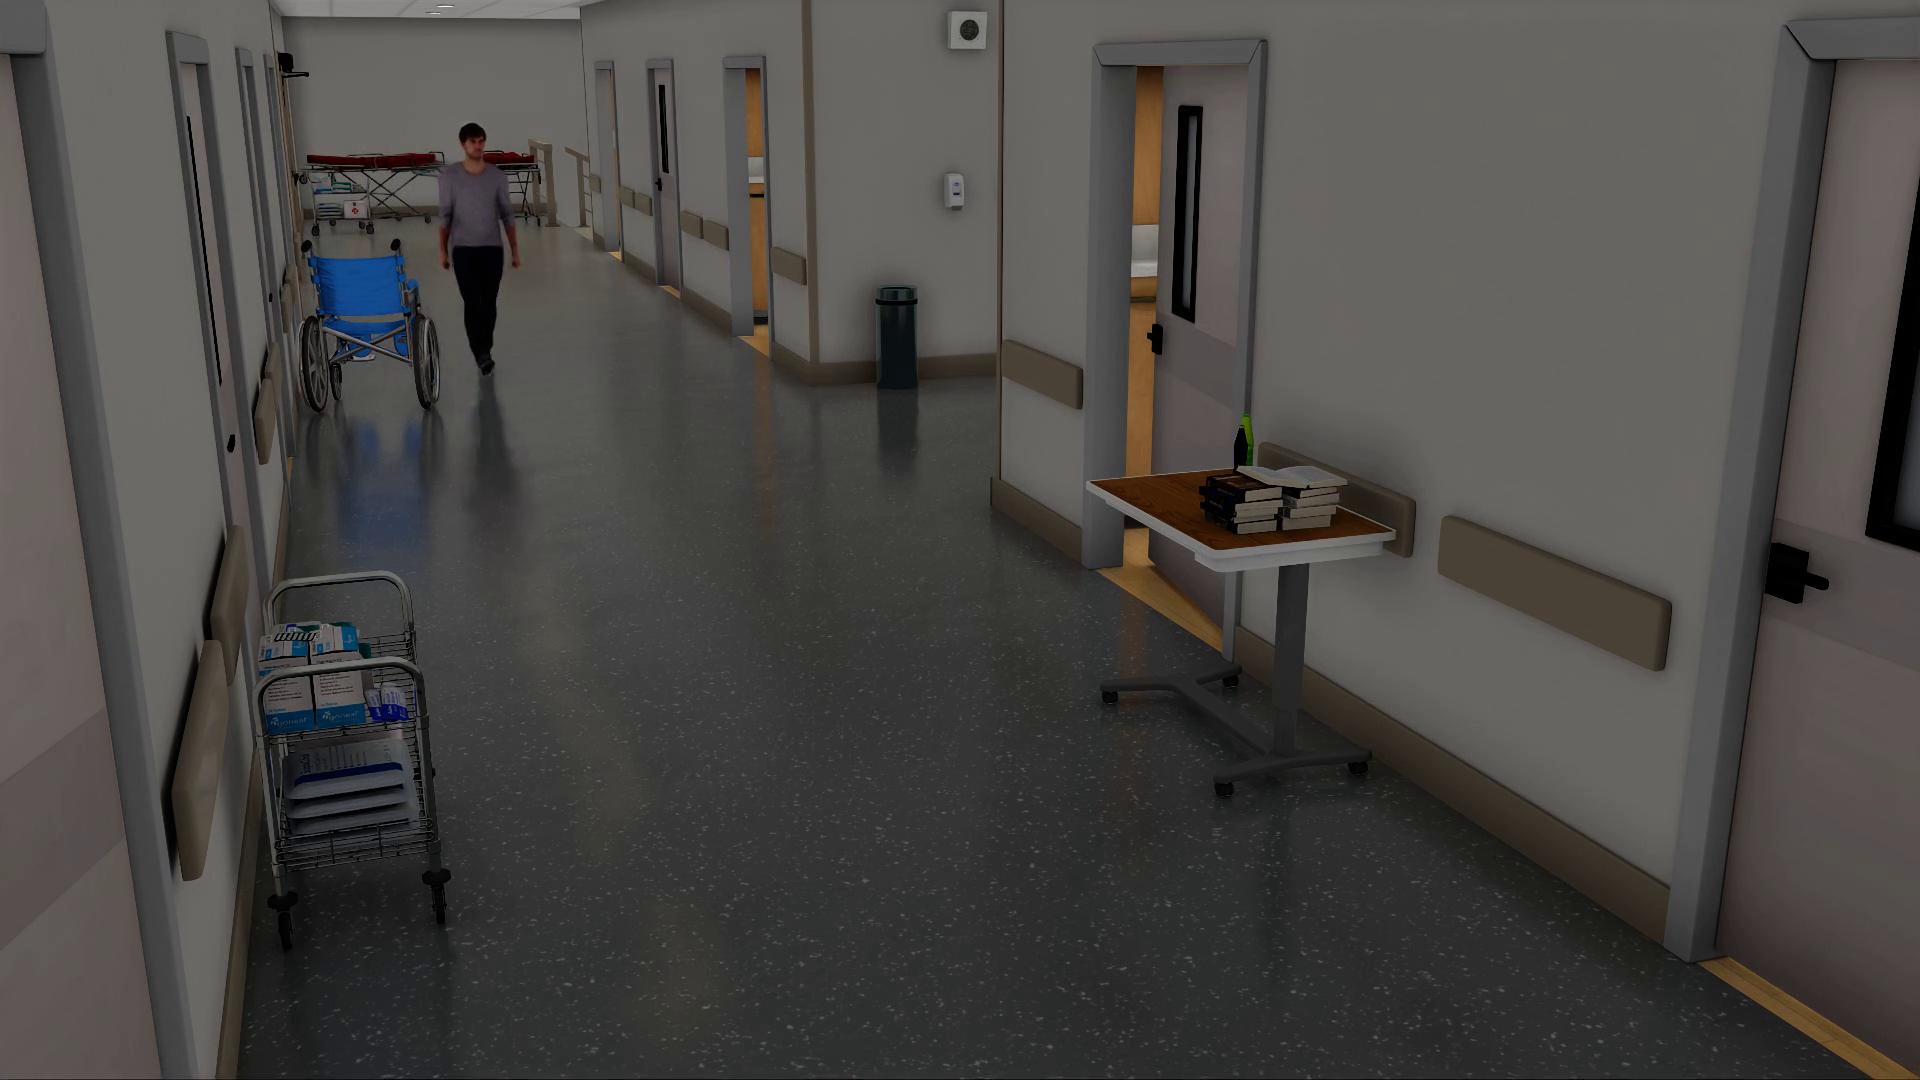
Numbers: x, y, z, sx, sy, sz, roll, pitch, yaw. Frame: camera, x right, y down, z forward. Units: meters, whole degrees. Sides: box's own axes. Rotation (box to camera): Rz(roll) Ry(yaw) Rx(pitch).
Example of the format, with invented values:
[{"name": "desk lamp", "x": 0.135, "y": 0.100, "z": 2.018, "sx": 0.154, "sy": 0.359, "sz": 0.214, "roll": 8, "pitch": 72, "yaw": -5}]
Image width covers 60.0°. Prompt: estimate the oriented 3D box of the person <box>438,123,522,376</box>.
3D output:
[{"name": "person", "x": -3.611, "y": -2.145, "z": 12.371, "sx": 0.819, "sy": 1.805, "sz": 1.133, "roll": -9, "pitch": 18, "yaw": -29}]
